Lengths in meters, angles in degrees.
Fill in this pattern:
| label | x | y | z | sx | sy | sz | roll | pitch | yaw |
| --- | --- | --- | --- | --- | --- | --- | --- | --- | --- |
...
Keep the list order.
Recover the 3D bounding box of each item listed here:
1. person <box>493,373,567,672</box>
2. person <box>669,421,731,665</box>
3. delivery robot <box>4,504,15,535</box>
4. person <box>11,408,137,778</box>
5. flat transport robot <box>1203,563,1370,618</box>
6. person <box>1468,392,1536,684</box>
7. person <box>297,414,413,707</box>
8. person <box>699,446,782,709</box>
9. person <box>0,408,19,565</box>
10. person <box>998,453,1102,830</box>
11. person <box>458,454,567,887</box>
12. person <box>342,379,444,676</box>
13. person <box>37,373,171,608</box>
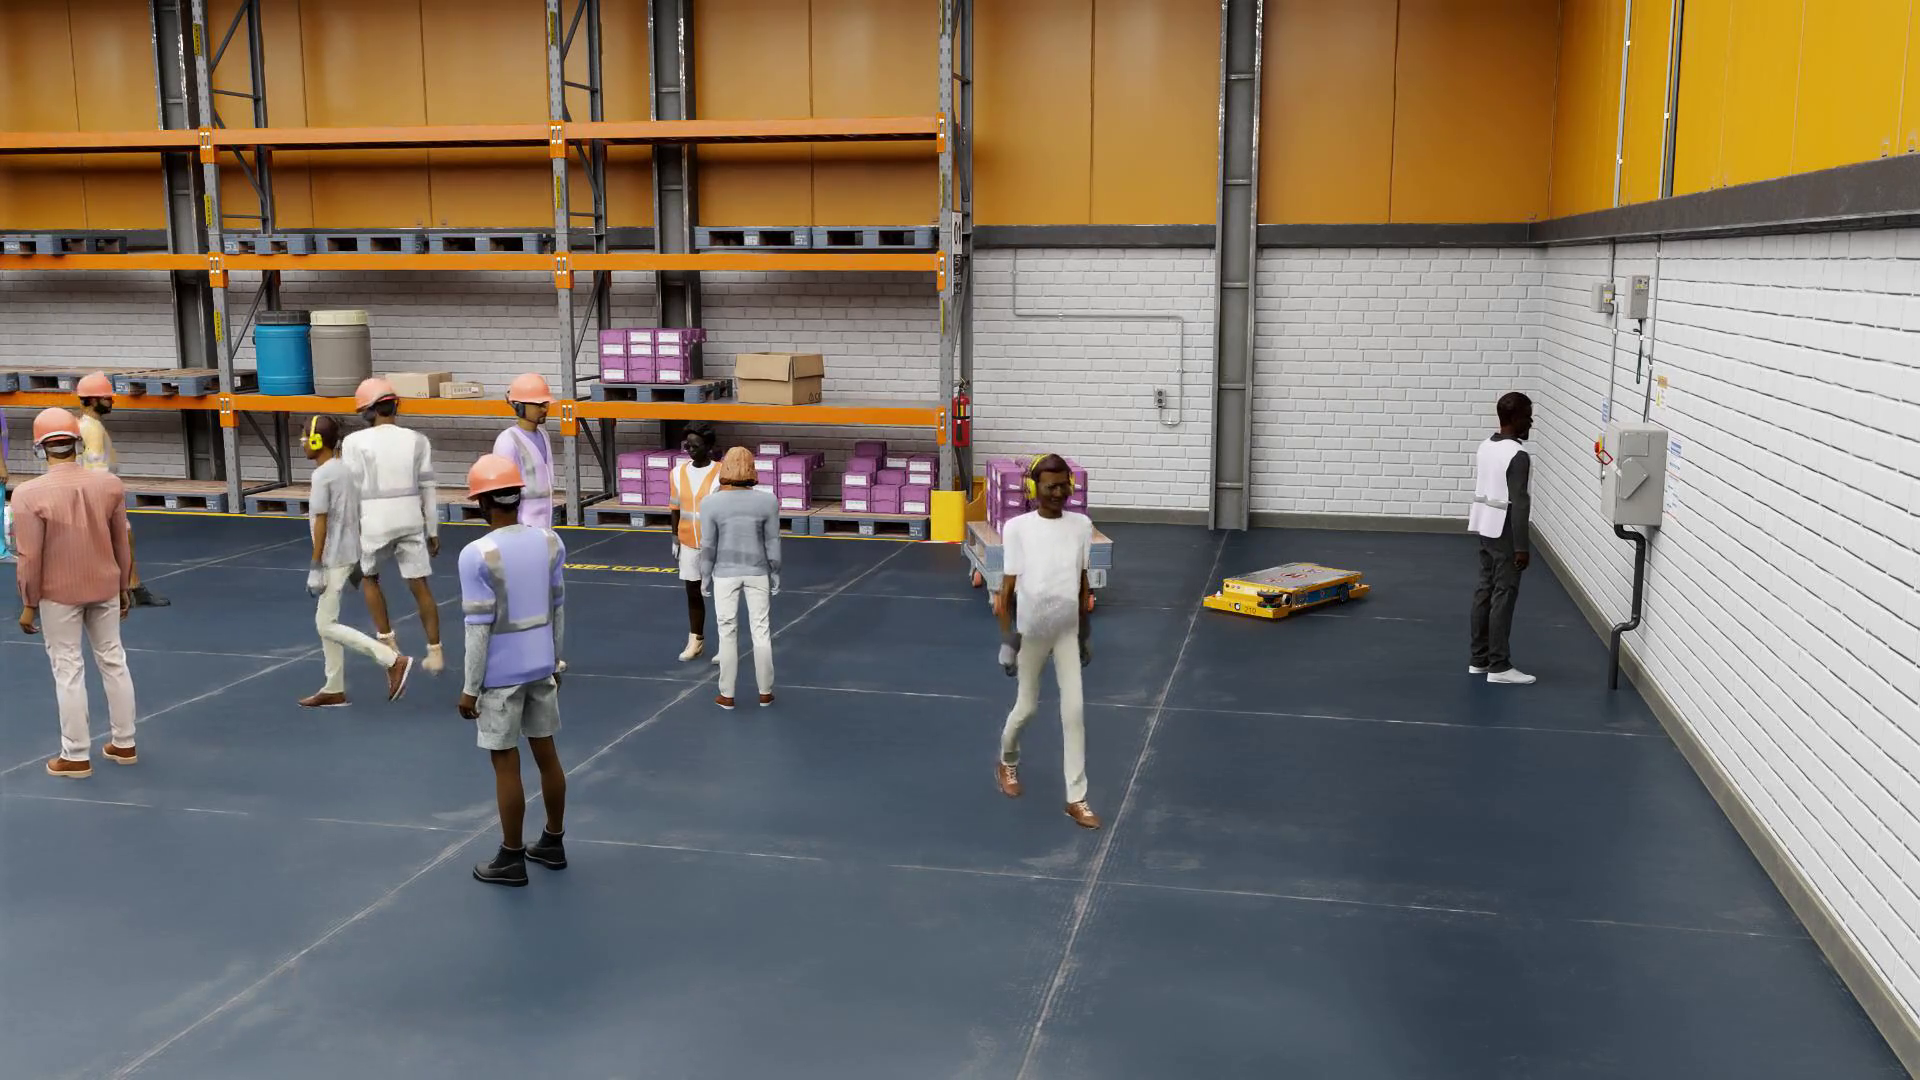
| label | x | y | z | sx | sy | sz | roll | pitch | yaw |
| --- | --- | --- | --- | --- | --- | --- | --- | --- | --- |
| person | -2.815 | -0.084 | 10.995 | 0.394 | 2.041 | 0.612 | 2 | 10 | 10 |
| person | -1.759 | 0.016 | 11.450 | 0.530 | 1.689 | 0.321 | 3 | 10 | 18 |
| delivery robot | -9.390 | -0.207 | 15.844 | 0.707 | 0.478 | 0.477 | -4 | 11 | -24 |
| person | -4.779 | 0.283 | 8.975 | 0.392 | 1.991 | 0.612 | 6 | 11 | 33 |
| flat transport robot | 2.654 | 0.391 | 13.421 | 0.652 | 0.197 | 1.431 | 9 | 13 | 43 |
| person | 3.577 | -0.018 | 10.975 | 0.390 | 1.919 | 0.591 | -1 | 10 | -8 |
| person | -3.781 | 0.144 | 10.246 | 0.660 | 1.840 | 0.535 | -1 | 10 | -4 |
| person | -1.358 | 0.235 | 10.315 | 0.509 | 1.632 | 0.269 | -3 | 10 | -15 |
| person | -8.860 | -0.687 | 15.148 | 0.562 | 1.847 | 0.390 | 7 | 12 | 38 |
| person | 0.441 | 0.468 | 8.377 | 0.548 | 1.829 | 0.868 | -3 | 10 | -20 |
| person | -2.009 | 0.578 | 7.418 | 0.375 | 1.927 | 0.543 | 7 | 12 | 35 |
| person | -3.818 | -0.078 | 11.158 | 0.627 | 1.977 | 0.796 | -9 | 13 | -41 |
| person | -6.813 | -0.351 | 13.022 | 0.942 | 1.911 | 0.552 | -4 | 11 | -25 |
